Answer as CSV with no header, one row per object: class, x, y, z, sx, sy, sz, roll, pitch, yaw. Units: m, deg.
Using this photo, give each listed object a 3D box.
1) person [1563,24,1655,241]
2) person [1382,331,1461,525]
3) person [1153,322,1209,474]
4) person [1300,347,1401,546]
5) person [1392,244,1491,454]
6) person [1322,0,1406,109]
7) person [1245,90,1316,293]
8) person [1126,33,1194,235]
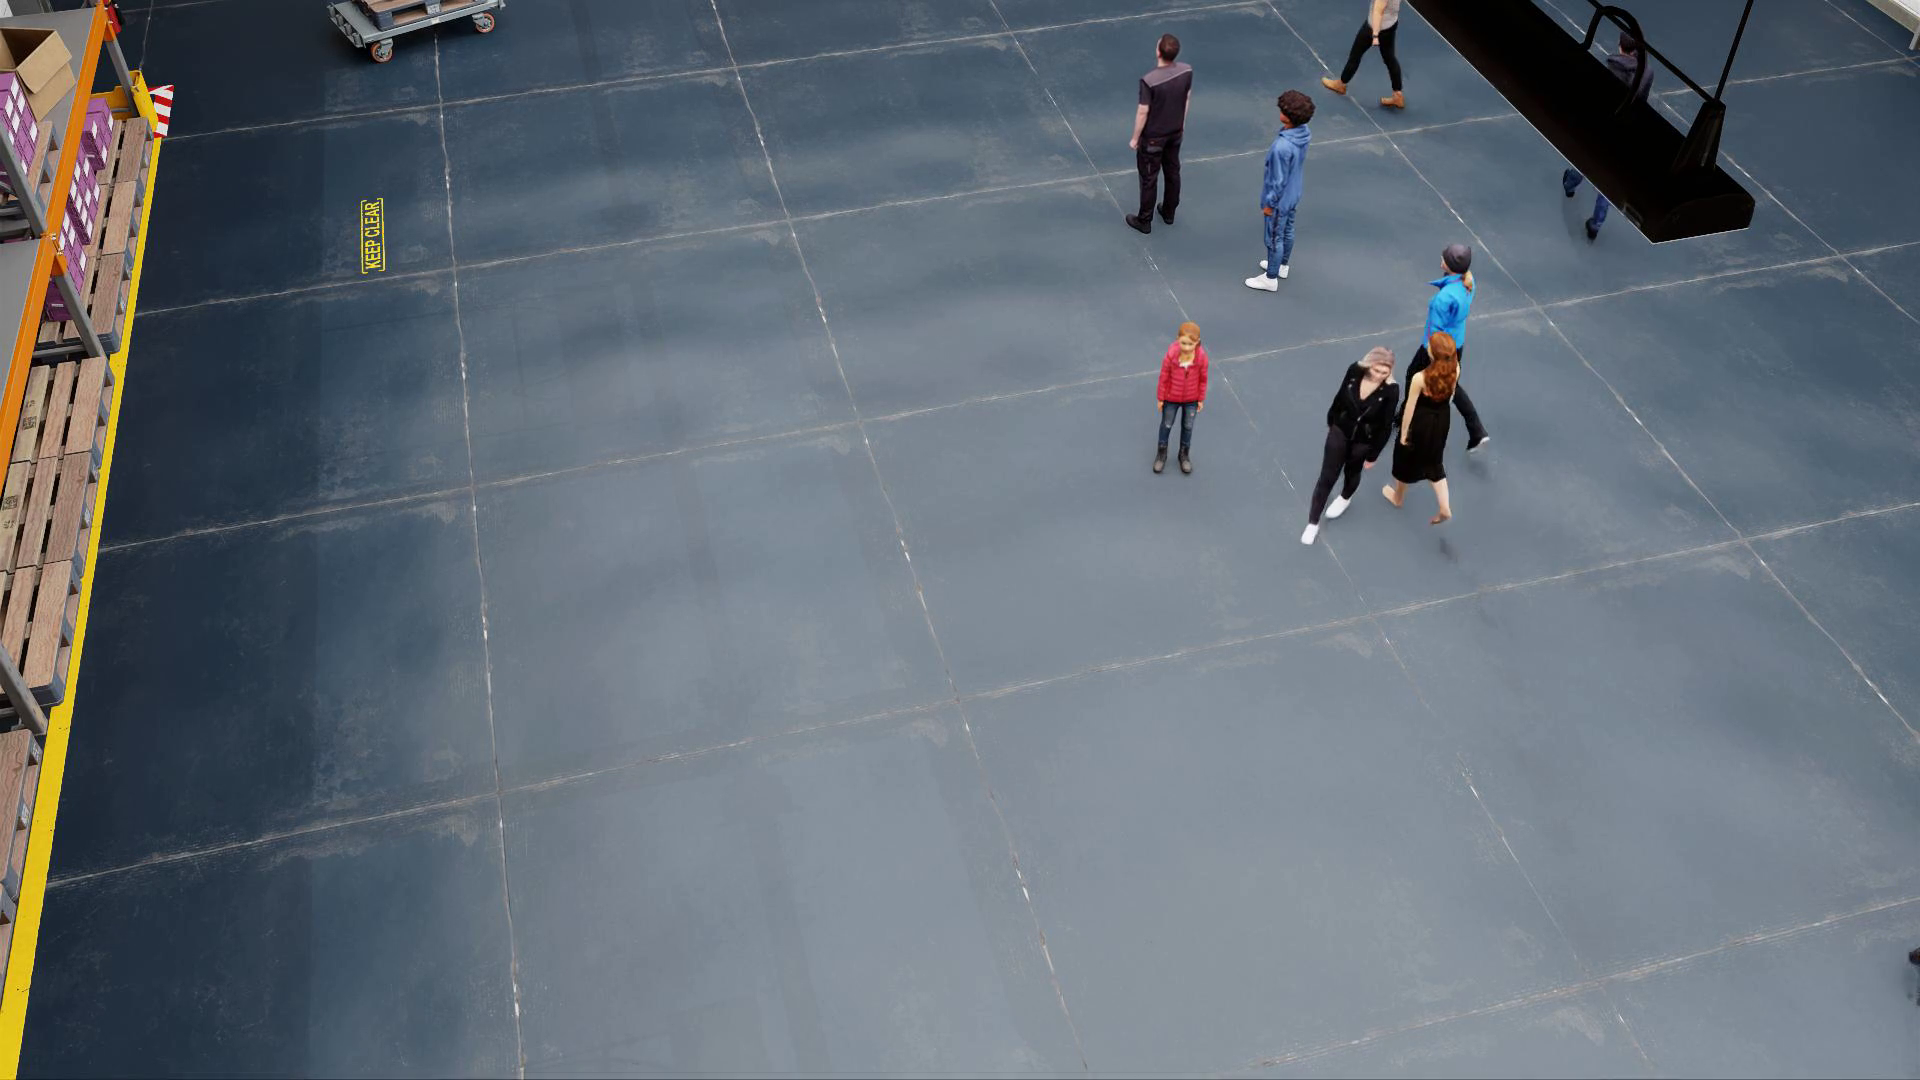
person,5.671,-3.495,14.509,0.986,1.833,1.271,5,44,6
person,3.348,-0.768,11.805,0.600,1.613,0.862,-11,45,-11
person,1.639,-1.069,12.335,0.568,1.318,0.580,2,44,2
person,2.854,-0.756,11.768,1.007,1.646,1.036,30,51,28
person,3.658,-1.378,12.333,0.922,1.767,1.203,-30,51,-28
person,4.169,-4.983,16.182,1.205,1.680,0.982,34,53,31
person,2.702,-2.924,13.925,0.801,1.810,0.753,24,48,23
person,1.761,-3.563,14.572,0.772,1.845,0.679,-20,47,-20
